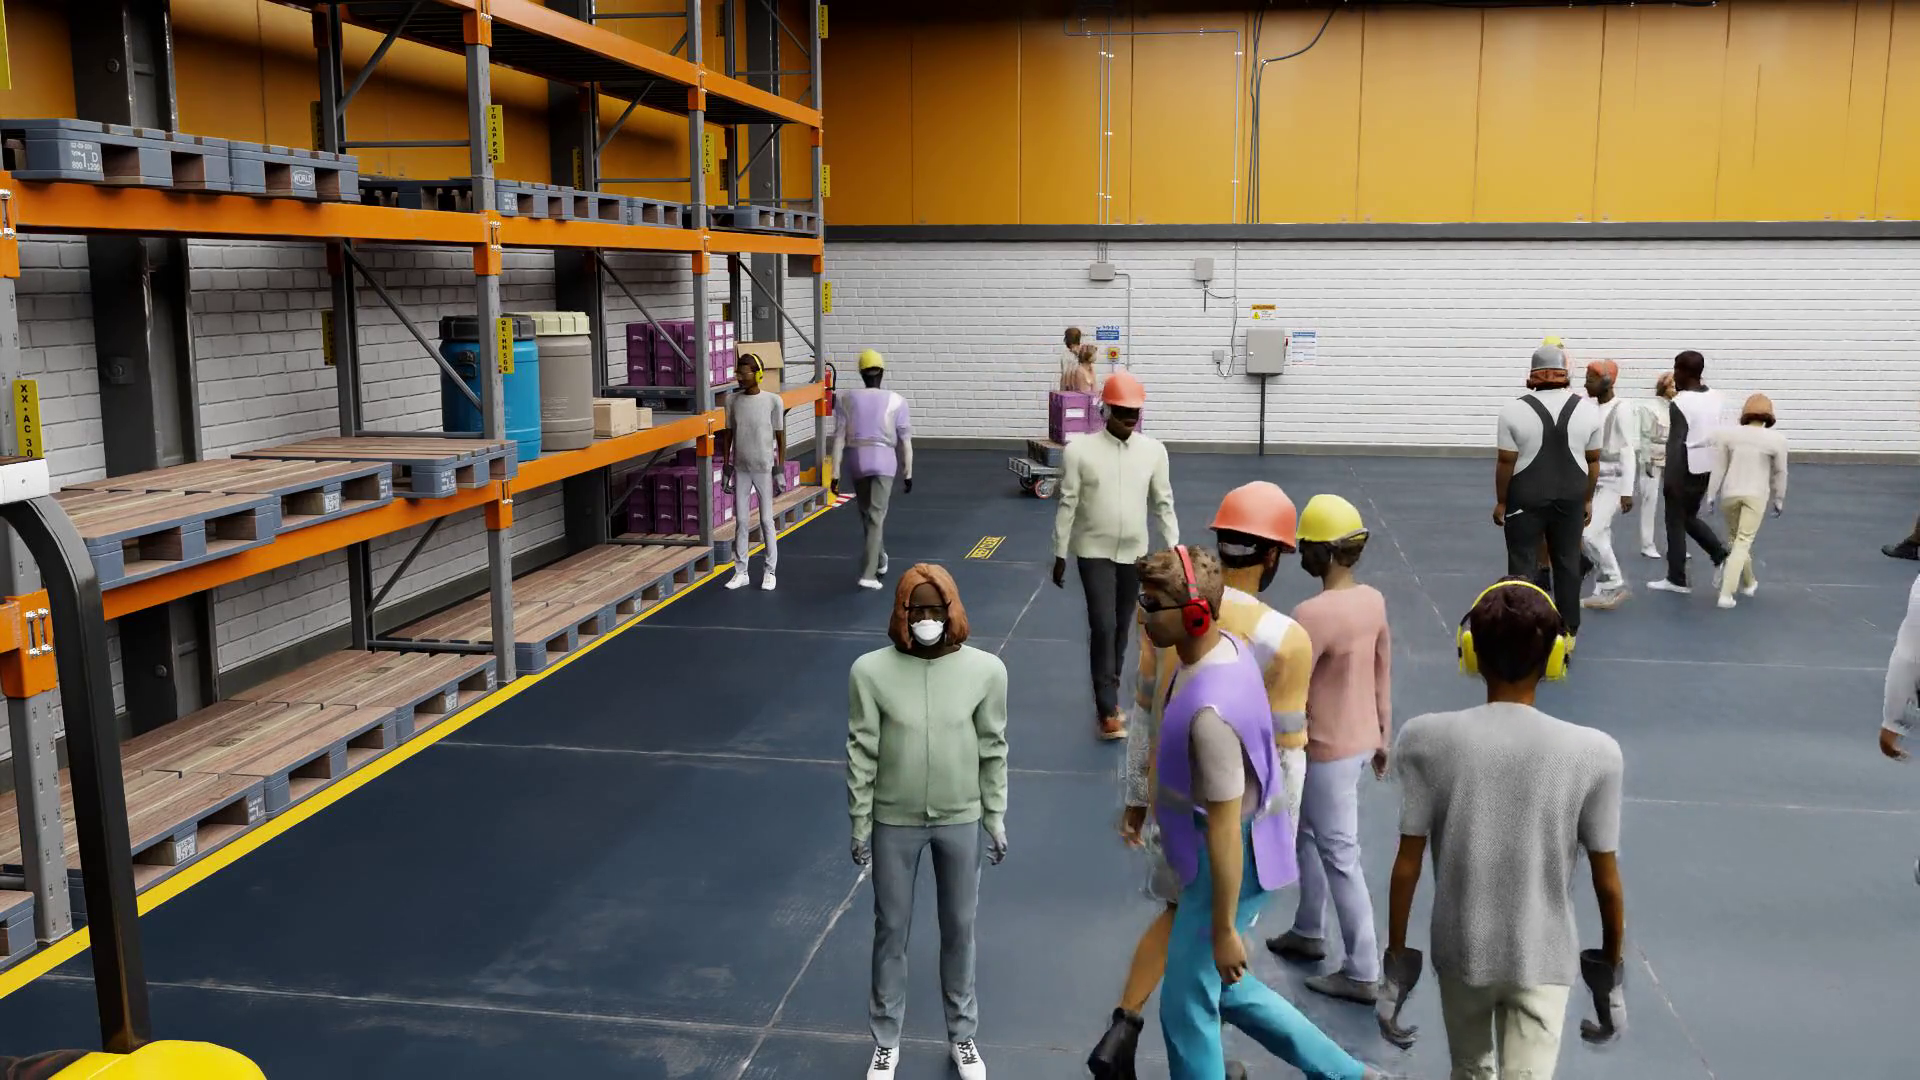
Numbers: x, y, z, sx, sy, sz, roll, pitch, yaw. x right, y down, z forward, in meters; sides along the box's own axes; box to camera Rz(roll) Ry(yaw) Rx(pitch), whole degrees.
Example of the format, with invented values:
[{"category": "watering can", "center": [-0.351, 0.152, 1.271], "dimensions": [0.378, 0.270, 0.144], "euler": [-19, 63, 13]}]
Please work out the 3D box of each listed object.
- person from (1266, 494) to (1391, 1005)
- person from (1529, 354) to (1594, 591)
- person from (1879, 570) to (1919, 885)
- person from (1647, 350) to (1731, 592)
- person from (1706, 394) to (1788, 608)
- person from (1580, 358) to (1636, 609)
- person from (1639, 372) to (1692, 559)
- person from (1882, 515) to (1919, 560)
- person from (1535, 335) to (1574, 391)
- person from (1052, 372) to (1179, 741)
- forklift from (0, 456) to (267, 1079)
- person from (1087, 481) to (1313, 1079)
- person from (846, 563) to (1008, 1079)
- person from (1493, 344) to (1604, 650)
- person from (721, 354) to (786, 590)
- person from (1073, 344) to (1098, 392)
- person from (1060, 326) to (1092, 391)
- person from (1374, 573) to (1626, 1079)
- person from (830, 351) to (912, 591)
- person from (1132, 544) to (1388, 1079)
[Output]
[{"category": "person", "center": [1.216, 0.712, 5.778], "dimensions": [0.682, 1.744, 0.529], "euler": [7, 12, 38]}, {"category": "person", "center": [4.619, -0.535, 12.891], "dimensions": [0.513, 1.922, 0.554], "euler": [-1, 9, -5]}, {"category": "person", "center": [3.706, 0.625, 6.130], "dimensions": [0.623, 1.791, 0.904], "euler": [1, 9, 5]}, {"category": "person", "center": [5.699, -0.516, 12.864], "dimensions": [0.614, 1.900, 0.547], "euler": [-6, 11, -35]}, {"category": "person", "center": [5.909, -0.302, 12.479], "dimensions": [0.829, 1.580, 0.514], "euler": [-9, 13, -44]}, {"category": "person", "center": [4.724, -0.396, 12.217], "dimensions": [0.412, 1.866, 0.609], "euler": [-1, 9, -6]}, {"category": "person", "center": [6.135, -0.645, 14.492], "dimensions": [0.531, 1.633, 0.398], "euler": [-2, 9, -11]}, {"category": "person", "center": [8.523, -0.719, 14.176], "dimensions": [0.557, 1.892, 0.968], "euler": [-7, 12, -37]}, {"category": "person", "center": [6.847, -1.490, 19.279], "dimensions": [0.524, 1.770, 0.314], "euler": [-3, 10, -21]}, {"category": "person", "center": [0.877, 0.085, 8.977], "dimensions": [0.659, 1.952, 0.915], "euler": [-3, 10, -15]}, {"category": "forklift", "center": [-2.328, 0.975, 2.765], "dimensions": [2.313, 2.155, 1.214], "euler": [1, 9, 9]}, {"category": "person", "center": [0.715, 0.787, 4.822], "dimensions": [0.596, 1.904, 0.614], "euler": [8, 12, 40]}, {"category": "person", "center": [-0.098, 0.875, 5.106], "dimensions": [0.502, 1.633, 0.280], "euler": [-1, 9, -7]}, {"category": "person", "center": [3.859, -0.289, 11.029], "dimensions": [0.673, 2.000, 0.535], "euler": [1, 9, 5]}, {"category": "person", "center": [-1.625, -0.531, 13.064], "dimensions": [0.533, 1.864, 0.310], "euler": [2, 9, 11]}, {"category": "person", "center": [1.466, -1.551, 20.084], "dimensions": [0.404, 1.626, 0.513], "euler": [4, 10, 25]}, {"category": "person", "center": [1.492, -1.761, 20.810], "dimensions": [0.514, 1.818, 0.789], "euler": [-8, 12, -41]}, {"category": "person", "center": [1.269, 0.982, 3.881], "dimensions": [0.542, 1.821, 0.967], "euler": [4, 10, 23]}, {"category": "person", "center": [-0.692, -0.560, 13.256], "dimensions": [0.614, 1.860, 0.995], "euler": [1, 9, 7]}, {"category": "person", "center": [0.782, 0.899, 4.426], "dimensions": [0.675, 1.811, 0.608], "euler": [1, 9, 8]}]
